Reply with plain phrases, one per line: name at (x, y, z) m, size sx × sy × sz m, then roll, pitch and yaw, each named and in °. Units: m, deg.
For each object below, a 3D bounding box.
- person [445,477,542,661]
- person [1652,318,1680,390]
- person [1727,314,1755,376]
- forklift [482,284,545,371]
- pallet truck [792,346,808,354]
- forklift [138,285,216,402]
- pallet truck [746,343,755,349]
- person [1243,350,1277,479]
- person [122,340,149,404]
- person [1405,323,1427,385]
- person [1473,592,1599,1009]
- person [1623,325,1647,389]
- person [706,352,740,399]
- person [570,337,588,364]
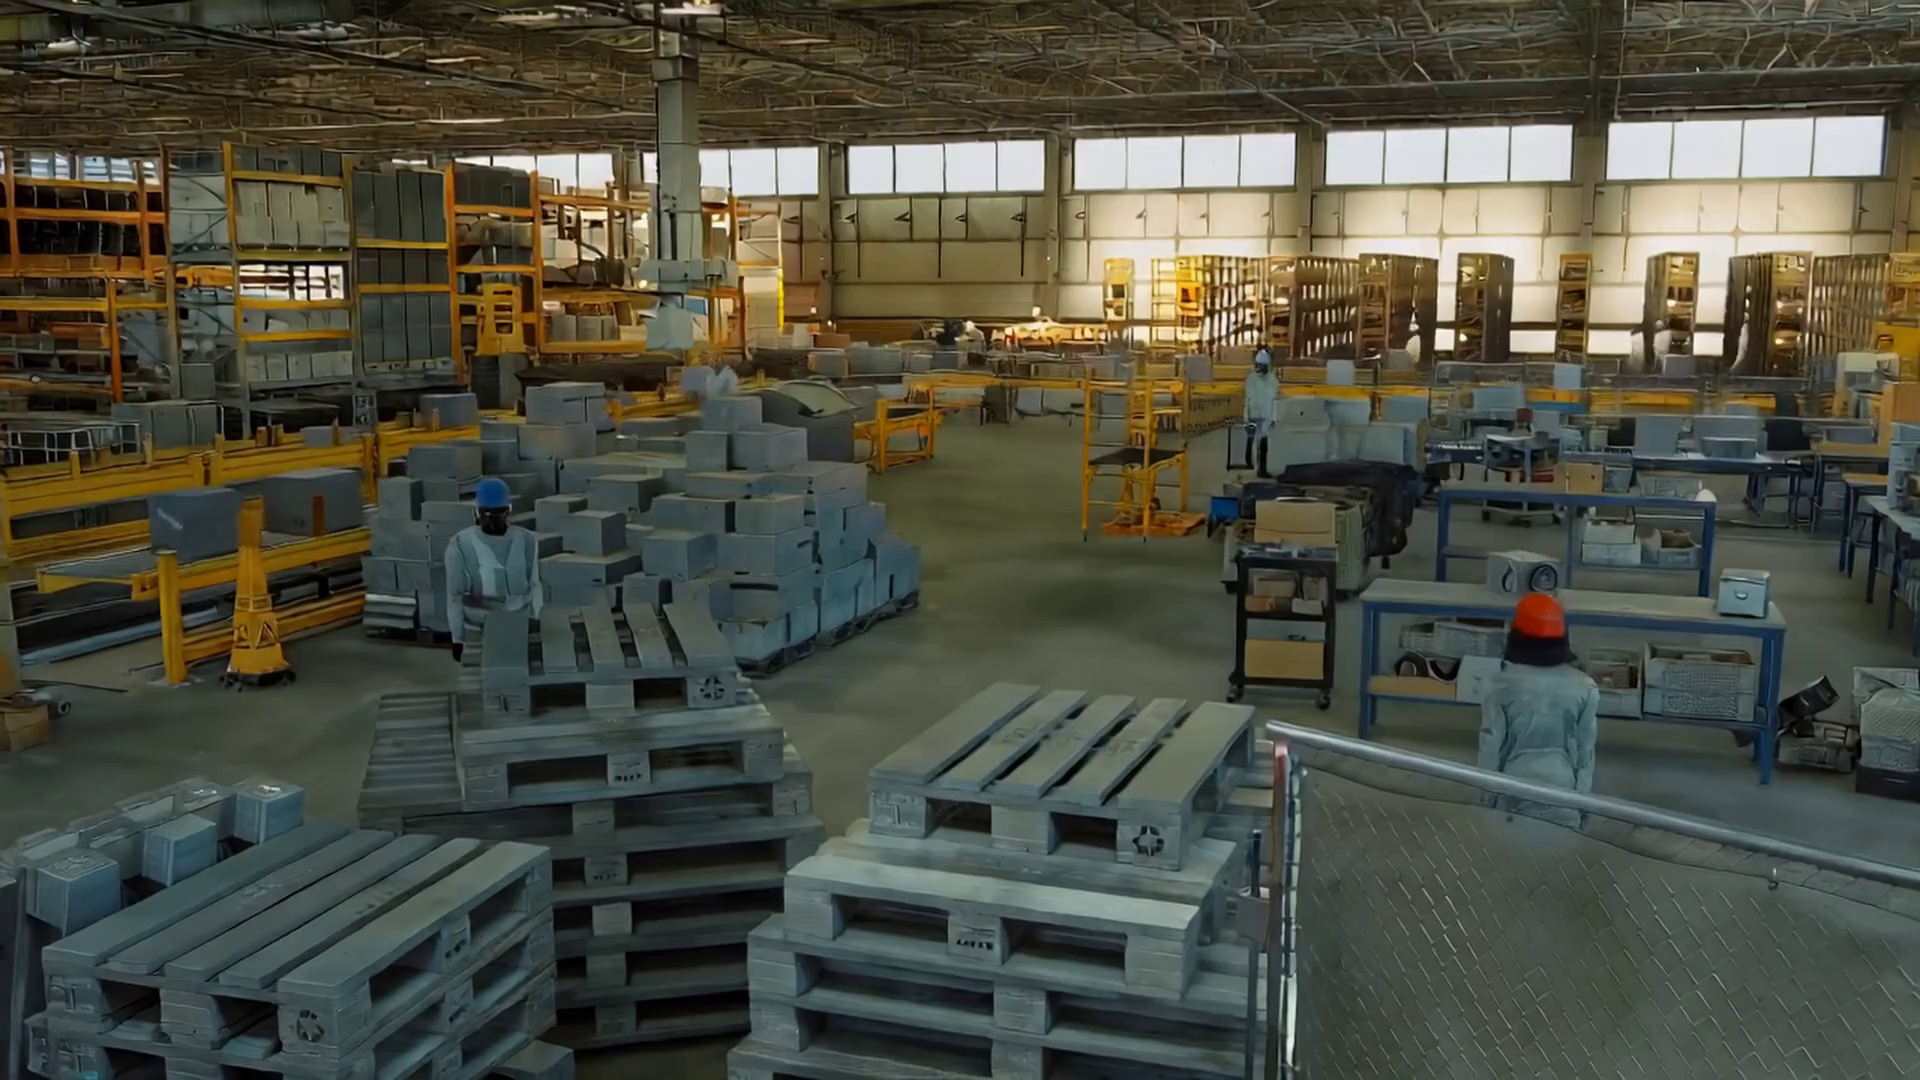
person at (-2.786, 0.530, 10.034) m, size 0.587 × 1.835 × 0.403 m, roll -6°, pitch 11°, yaw -35°
person at (16.976, -4.342, 40.100) m, size 0.620 × 2.016 × 0.896 m, roll -8°, pitch 12°, yaw -41°
person at (22.440, -5.492, 47.520) m, size 0.640 × 1.944 × 1.018 m, roll -8°, pitch 12°, yaw -42°
forklift at (-10.832, -4.702, 39.610) m, size 1.129 × 2.768 × 1.873 m, roll 3°, pitch 10°, yaw 20°
pallet truck at (-3.705, -4.298, 42.022) m, size 0.653 × 1.274 × 1.630 m, roll 3°, pitch 10°, yaw 20°
forklift at (-17.480, -4.200, 36.461) m, size 1.873 × 2.768 × 1.129 m, roll 3°, pitch 10°, yaw 19°
pallet truck at (-6.183, -4.618, 44.264) m, size 1.601 × 1.201 × 0.680 m, roll -9°, pitch 12°, yaw -43°
person at (4.472, -1.855, 24.736) m, size 0.547 × 1.930 × 0.407 m, roll -3°, pitch 9°, yaw -18°
person at (-14.083, -2.432, 28.313) m, size 0.375 × 1.935 × 0.551 m, roll 9°, pitch 13°, yaw 44°
person at (11.655, -4.647, 42.604) m, size 0.616 × 1.811 × 0.604 m, roll 0°, pitch 9°, yaw 2°
person at (2.366, 1.076, 6.888) m, size 0.489 × 1.744 × 0.299 m, roll 0°, pitch 9°, yaw -3°
person at (16.696, -4.442, 41.363) m, size 0.955 × 1.790 × 0.588 m, roll 3°, pitch 9°, yaw 17°
person at (-3.624, -1.959, 25.544) m, size 0.651 × 1.875 × 0.881 m, roll 6°, pitch 11°, yaw 31°
person at (-9.961, -4.827, 43.599) m, size 0.671 × 1.850 × 0.983 m, roll 6°, pitch 11°, yaw 33°
